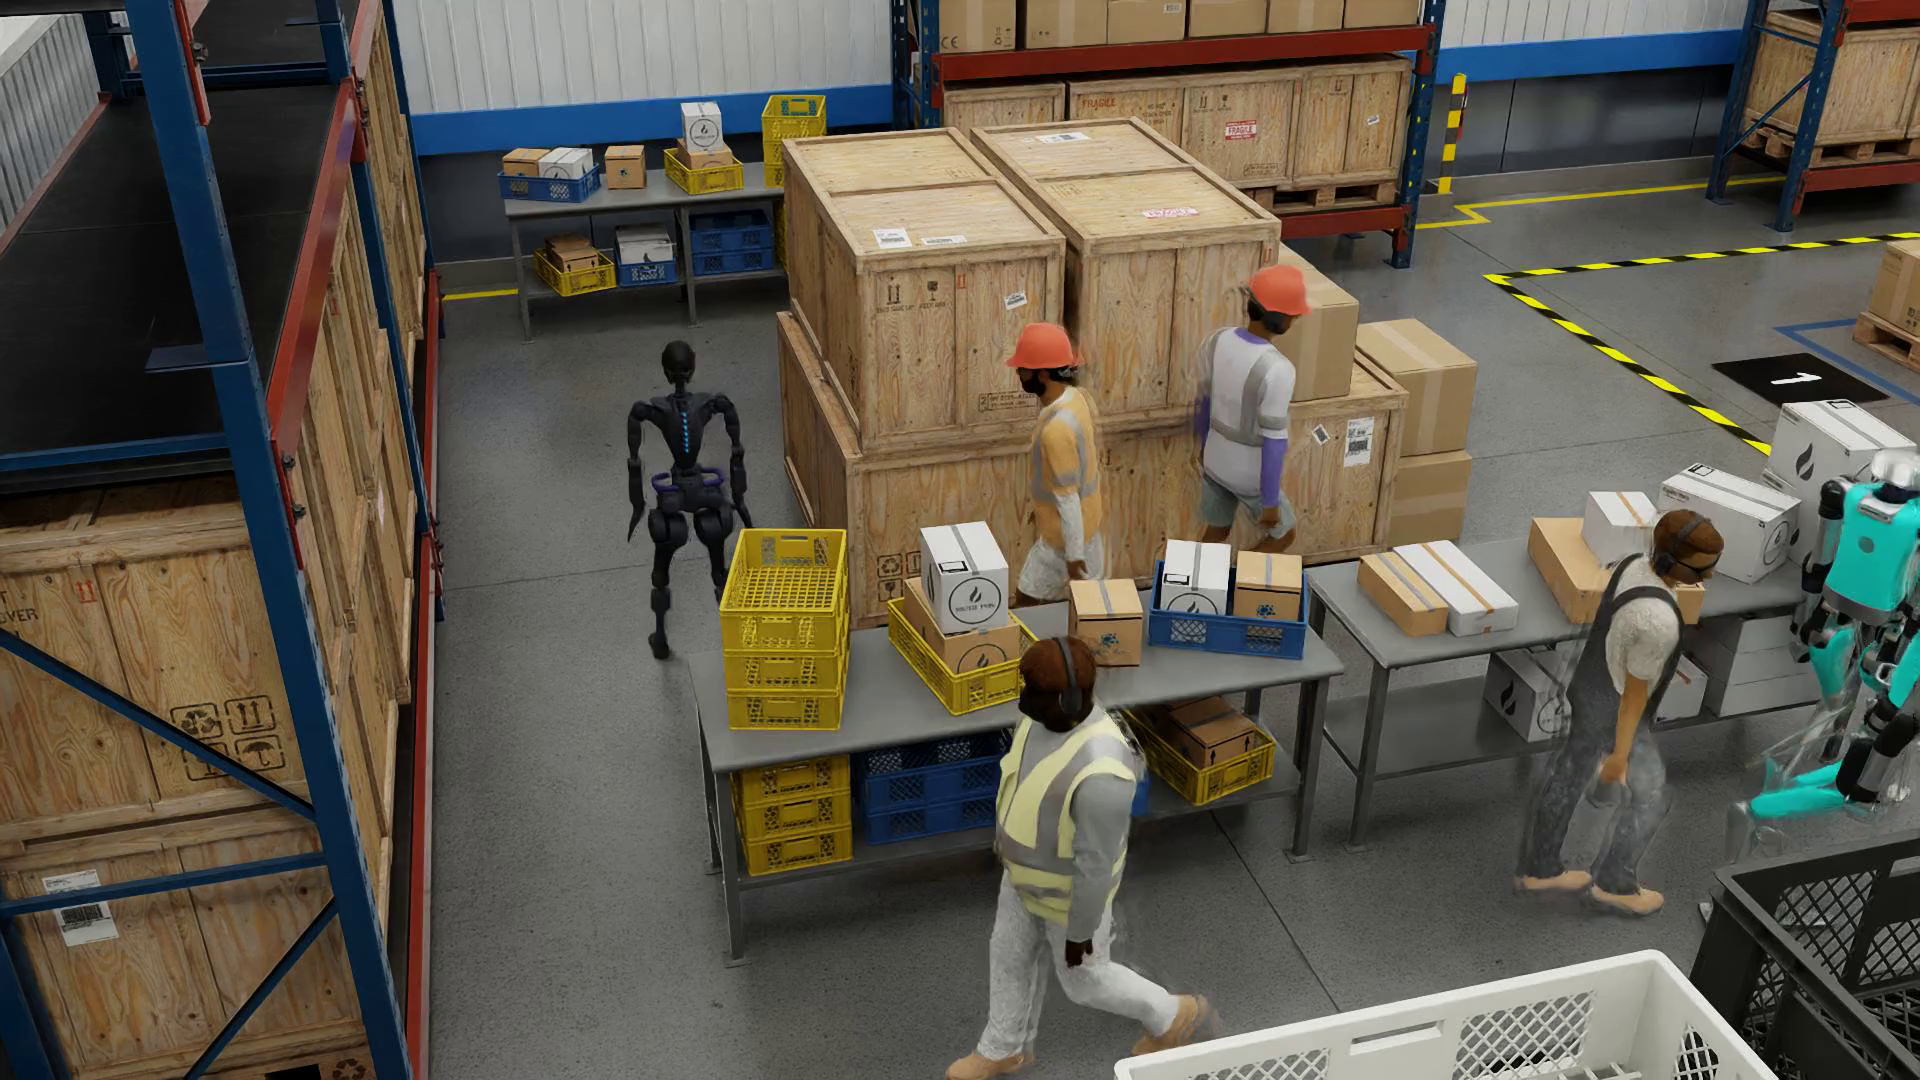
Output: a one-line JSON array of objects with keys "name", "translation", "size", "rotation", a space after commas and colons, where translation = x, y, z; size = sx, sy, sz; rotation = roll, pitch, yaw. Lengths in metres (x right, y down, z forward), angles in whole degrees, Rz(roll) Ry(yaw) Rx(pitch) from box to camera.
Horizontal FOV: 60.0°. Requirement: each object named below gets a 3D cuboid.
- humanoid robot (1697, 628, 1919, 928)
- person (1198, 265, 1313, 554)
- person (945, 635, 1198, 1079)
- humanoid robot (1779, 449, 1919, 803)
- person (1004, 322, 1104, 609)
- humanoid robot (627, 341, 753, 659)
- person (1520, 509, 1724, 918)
[{"name": "humanoid robot", "translation": [3.207, 0.763, 6.209], "size": [0.863, 1.776, 0.598], "rotation": [20, 34, 32]}, {"name": "person", "translation": [1.351, -0.353, 7.948], "size": [0.509, 2.012, 0.736], "rotation": [-14, 32, -24]}, {"name": "person", "translation": [0.393, 1.094, 5.530], "size": [0.820, 1.813, 0.626], "rotation": [-11, 31, -19]}, {"name": "humanoid robot", "translation": [3.873, 0.397, 6.956], "size": [0.848, 1.840, 0.543], "rotation": [-18, 34, -29]}, {"name": "person", "translation": [0.425, -0.096, 7.622], "size": [1.006, 1.872, 0.552], "rotation": [6, 29, 11]}, {"name": "humanoid robot", "translation": [-1.296, -0.160, 7.961], "size": [0.608, 1.635, 0.420], "rotation": [-8, 30, -14]}, {"name": "person", "translation": [2.572, 0.663, 6.305], "size": [0.655, 1.813, 0.552], "rotation": [-1, 29, -2]}]
